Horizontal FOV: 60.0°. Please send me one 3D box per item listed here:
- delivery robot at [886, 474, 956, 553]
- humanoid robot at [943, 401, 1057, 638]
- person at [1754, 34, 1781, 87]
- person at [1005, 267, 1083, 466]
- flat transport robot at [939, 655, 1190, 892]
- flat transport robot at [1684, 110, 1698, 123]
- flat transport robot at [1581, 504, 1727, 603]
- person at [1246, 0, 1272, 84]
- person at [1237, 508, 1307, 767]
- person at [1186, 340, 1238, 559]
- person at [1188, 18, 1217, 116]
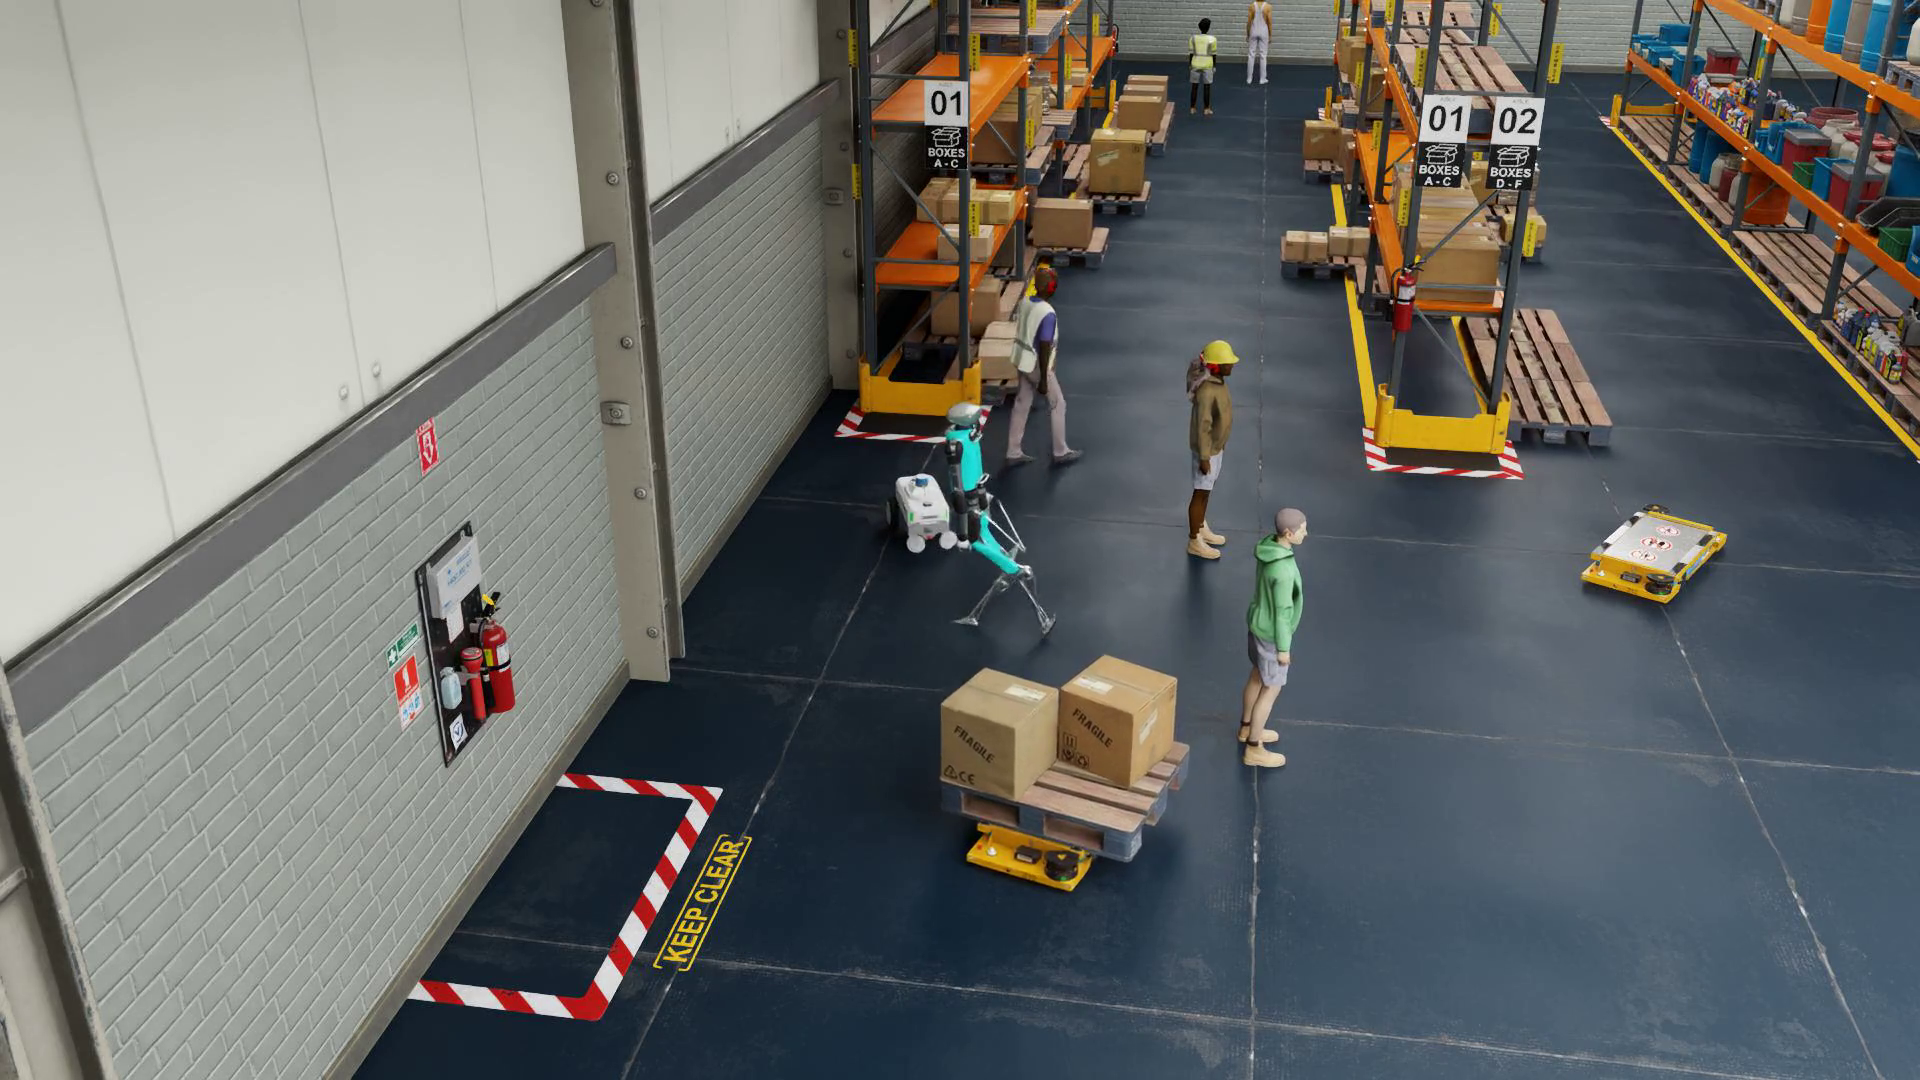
[{"bbox_3d":[-0.311,-0.254,13.579,0.505,0.608,0.780,-5,25,-10],"label":"delivery robot"},{"bbox_3d":[0.358,-0.098,11.860,0.948,1.770,0.546,7,26,15],"label":"humanoid robot"},{"bbox_3d":[15.792,-9.767,32.500,0.312,1.771,0.525,-19,31,-35],"label":"person"},{"bbox_3d":[0.767,-1.538,14.829,0.813,1.801,0.591,-11,27,-23],"label":"person"},{"bbox_3d":[0.646,1.578,9.981,0.659,0.231,1.431,12,28,24],"label":"flat transport robot"},{"bbox_3d":[13.535,-7.367,29.126,1.431,0.231,0.659,22,33,38],"label":"flat transport robot"},{"bbox_3d":[5.507,0.098,13.149,0.659,0.231,1.431,19,31,35],"label":"flat transport robot"},{"bbox_3d":[5.910,-9.967,32.808,0.504,1.863,0.372,8,26,17],"label":"person"},{"bbox_3d":[1.938,0.596,10.358,0.315,1.733,0.476,-1,25,-3],"label":"person"},{"bbox_3d":[1.953,-0.736,13.166,0.398,1.764,0.544,9,26,18],"label":"person"},{"bbox_3d":[4.347,-8.475,29.810,0.531,1.696,0.319,11,27,23],"label":"person"}]
